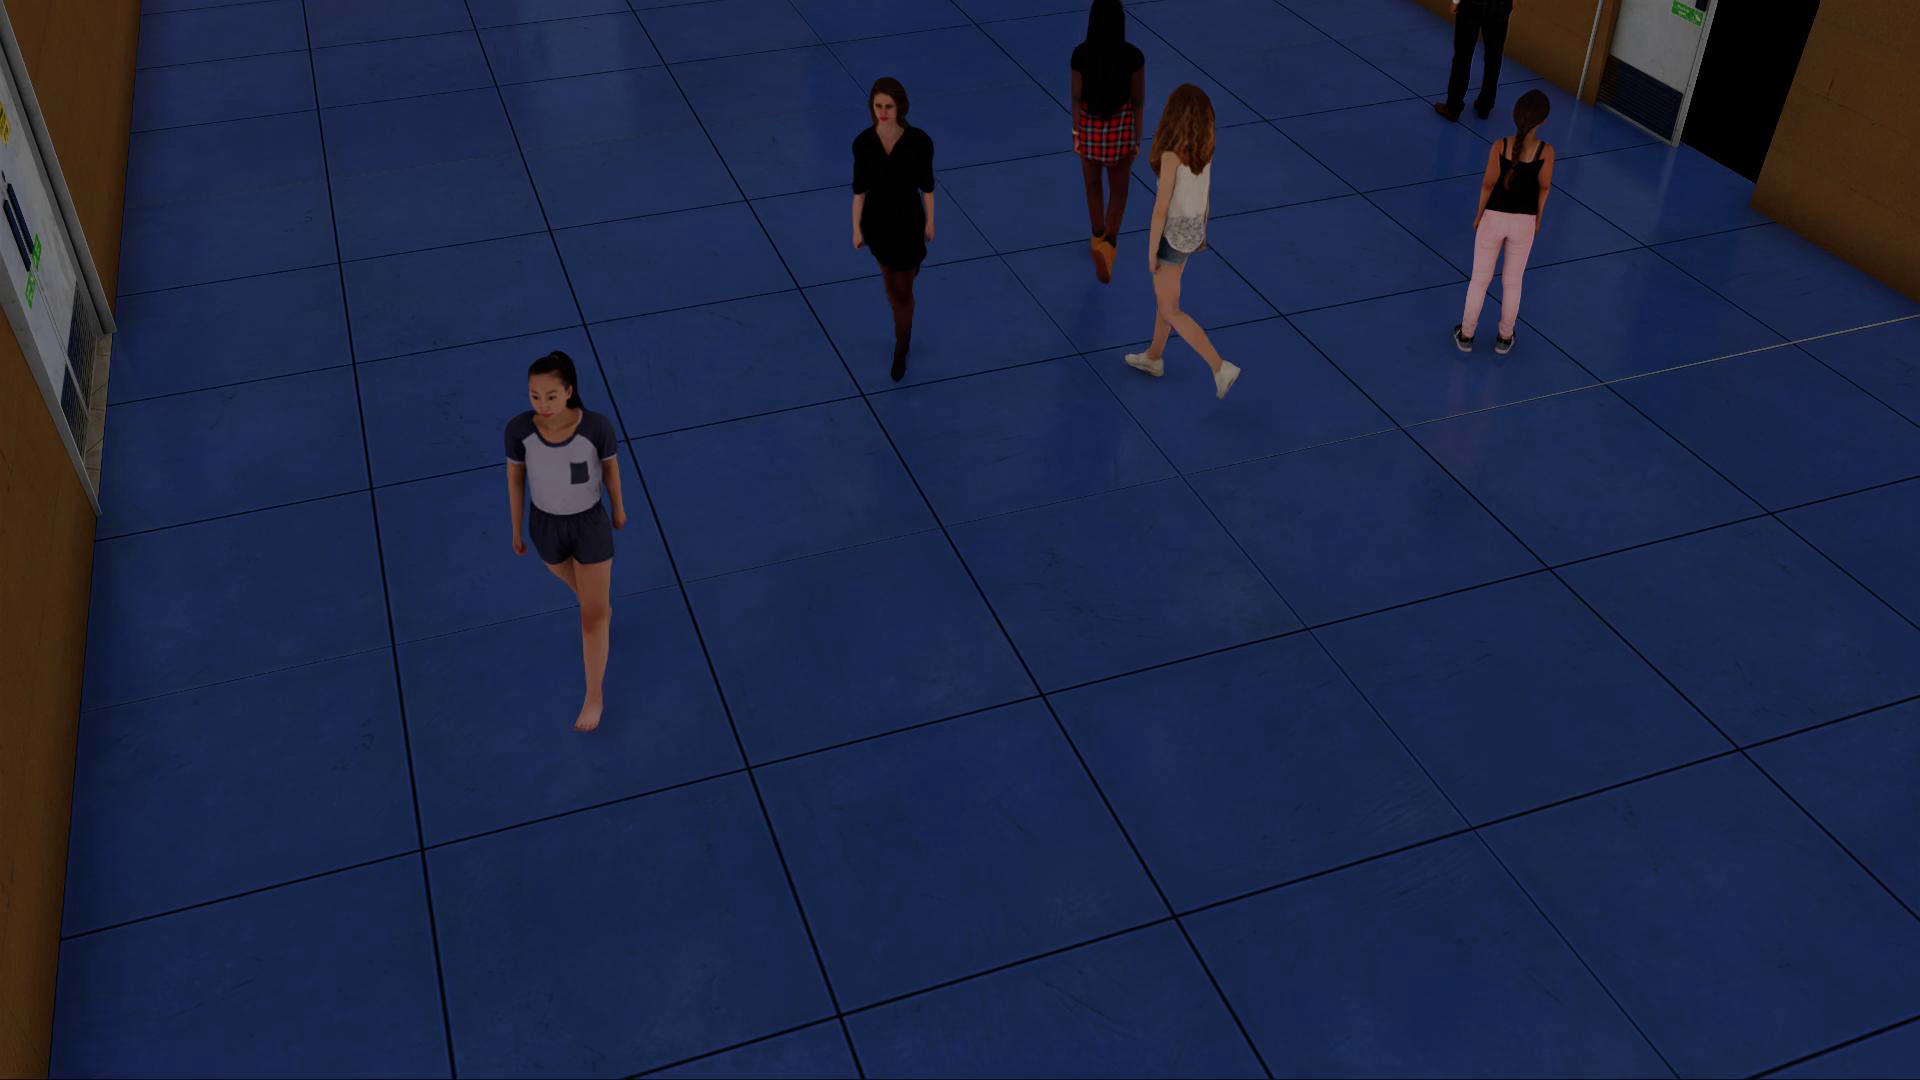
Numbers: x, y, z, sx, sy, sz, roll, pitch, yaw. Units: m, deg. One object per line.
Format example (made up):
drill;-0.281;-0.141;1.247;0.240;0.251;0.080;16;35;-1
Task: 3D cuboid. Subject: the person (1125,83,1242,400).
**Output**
person;1.236;-1.534;8.861;0.938;1.737;1.060;31;47;34

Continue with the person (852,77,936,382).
person;-0.346;-1.770;9.205;0.810;1.685;0.839;6;37;8

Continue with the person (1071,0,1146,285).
person;0.863;-2.379;10.019;1.107;1.699;0.999;5;37;7

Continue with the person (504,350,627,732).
person;-1.631;-0.081;7.040;1.093;1.600;0.954;2;37;3

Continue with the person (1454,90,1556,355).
person;3.072;-1.772;9.322;0.593;1.565;0.675;8;38;11

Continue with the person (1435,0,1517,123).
person;3.794;-3.905;12.006;0.575;1.754;0.764;-6;37;-8
